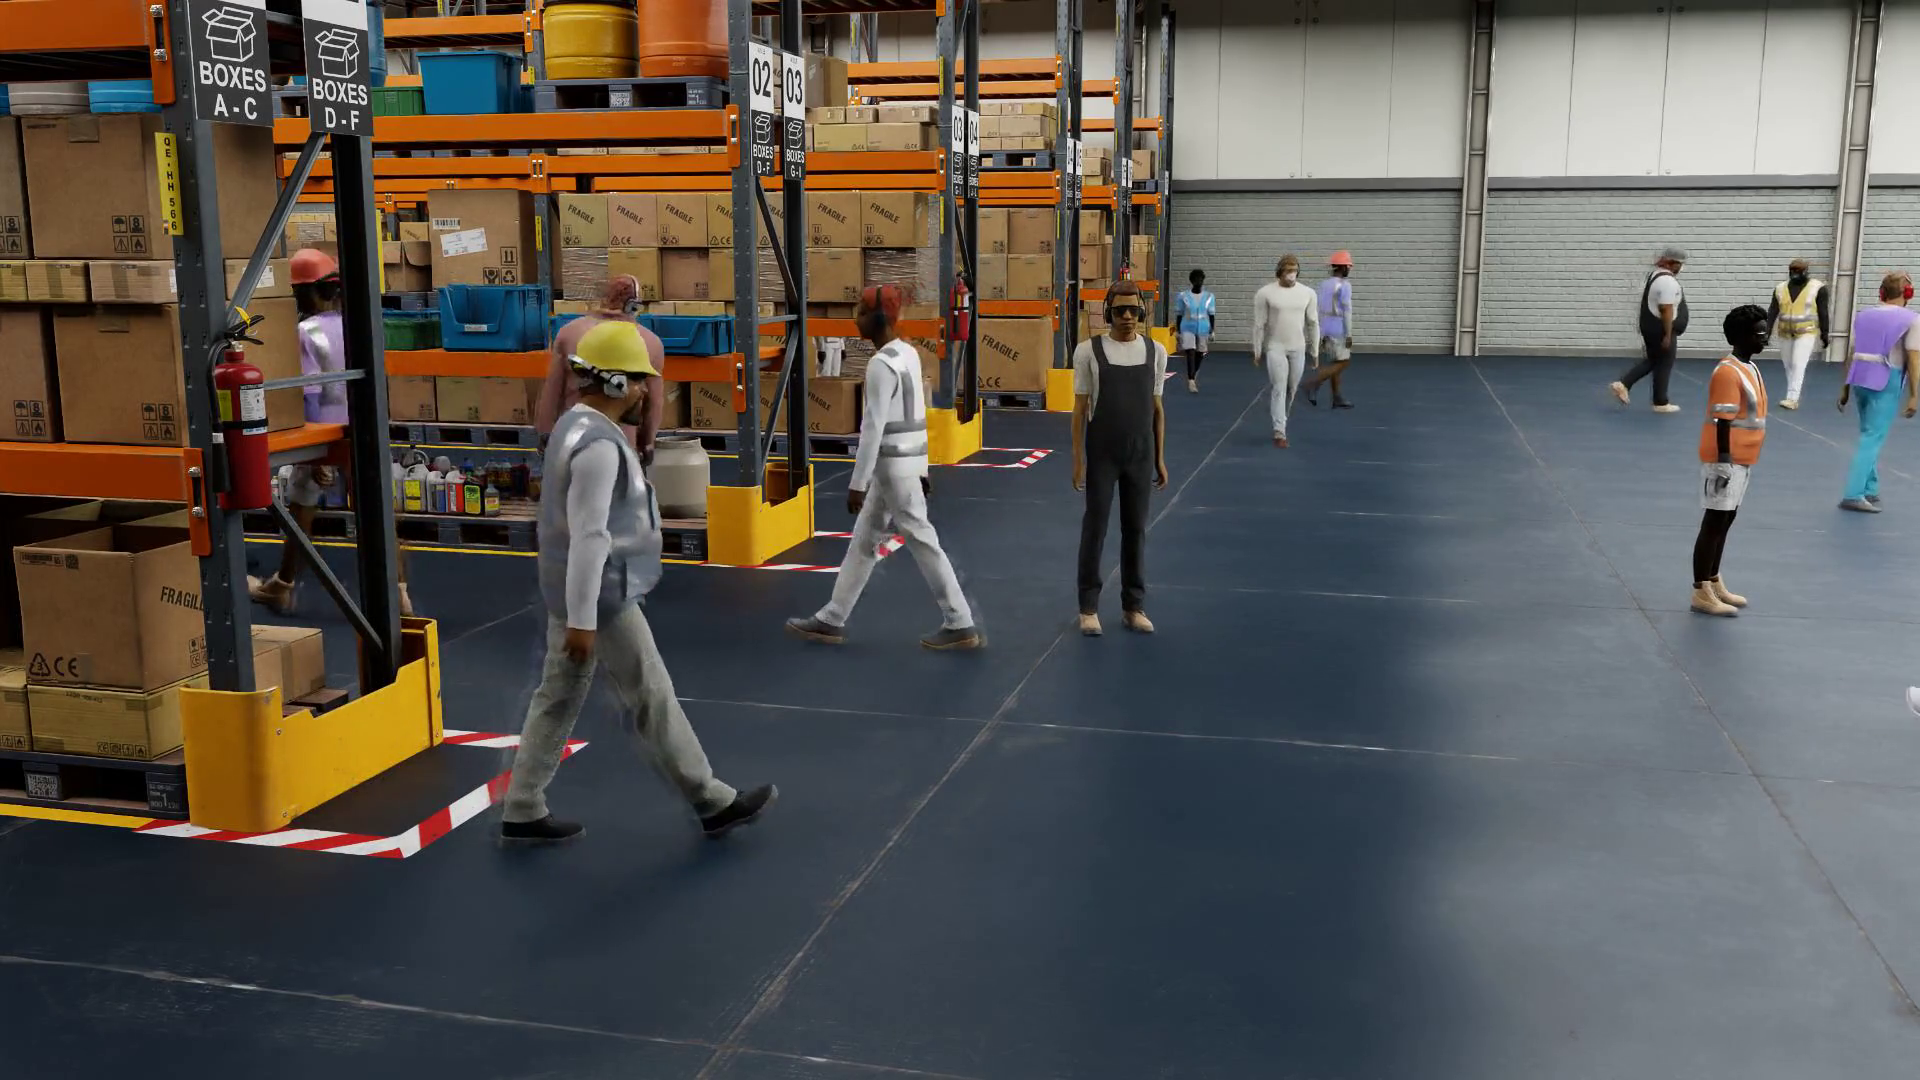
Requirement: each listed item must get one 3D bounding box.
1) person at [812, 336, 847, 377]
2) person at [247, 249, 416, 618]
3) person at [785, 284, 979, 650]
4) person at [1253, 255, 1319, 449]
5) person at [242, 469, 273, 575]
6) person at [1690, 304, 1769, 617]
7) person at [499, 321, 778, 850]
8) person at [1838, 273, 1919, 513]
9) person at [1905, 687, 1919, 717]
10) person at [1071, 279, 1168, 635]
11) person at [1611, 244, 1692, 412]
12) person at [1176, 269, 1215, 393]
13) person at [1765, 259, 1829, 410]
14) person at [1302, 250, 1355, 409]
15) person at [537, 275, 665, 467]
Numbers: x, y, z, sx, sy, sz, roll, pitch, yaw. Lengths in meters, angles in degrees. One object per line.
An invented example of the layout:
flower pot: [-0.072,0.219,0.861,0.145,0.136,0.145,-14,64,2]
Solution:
person: [-1.352,-2.024,17.392,0.362,1.883,0.575,4,11,22]
person: [-3.412,-0.547,8.908,1.066,1.981,0.622,4,11,22]
person: [-0.364,-0.344,8.242,1.014,1.826,0.591,1,10,7]
person: [3.242,-1.884,16.638,0.642,1.918,0.910,-1,10,-7]
person: [-4.429,-0.716,10.062,0.502,1.910,0.598,0,10,2]
person: [4.232,-0.440,9.124,0.319,1.695,0.539,7,13,36]
person: [-1.136,0.163,5.568,0.942,1.769,0.611,-4,11,-21]
person: [7.003,-1.126,12.695,0.701,1.800,0.641,-3,11,-18]
person: [4.281,-0.052,6.504,0.622,1.864,0.977,-3,11,-15]
person: [0.827,-0.423,8.622,0.517,1.843,0.325,-2,11,-13]
person: [8.270,-2.530,19.756,0.729,2.000,0.728,1,10,6]
person: [3.173,-2.836,22.518,0.530,1.663,0.823,-1,10,-6]
person: [10.032,-2.463,20.043,0.892,1.799,0.669,-8,13,-39]
person: [4.459,-2.507,19.962,0.674,1.920,0.565,-3,11,-16]
person: [-2.029,-0.599,9.625,0.693,1.843,0.851,3,11,14]
